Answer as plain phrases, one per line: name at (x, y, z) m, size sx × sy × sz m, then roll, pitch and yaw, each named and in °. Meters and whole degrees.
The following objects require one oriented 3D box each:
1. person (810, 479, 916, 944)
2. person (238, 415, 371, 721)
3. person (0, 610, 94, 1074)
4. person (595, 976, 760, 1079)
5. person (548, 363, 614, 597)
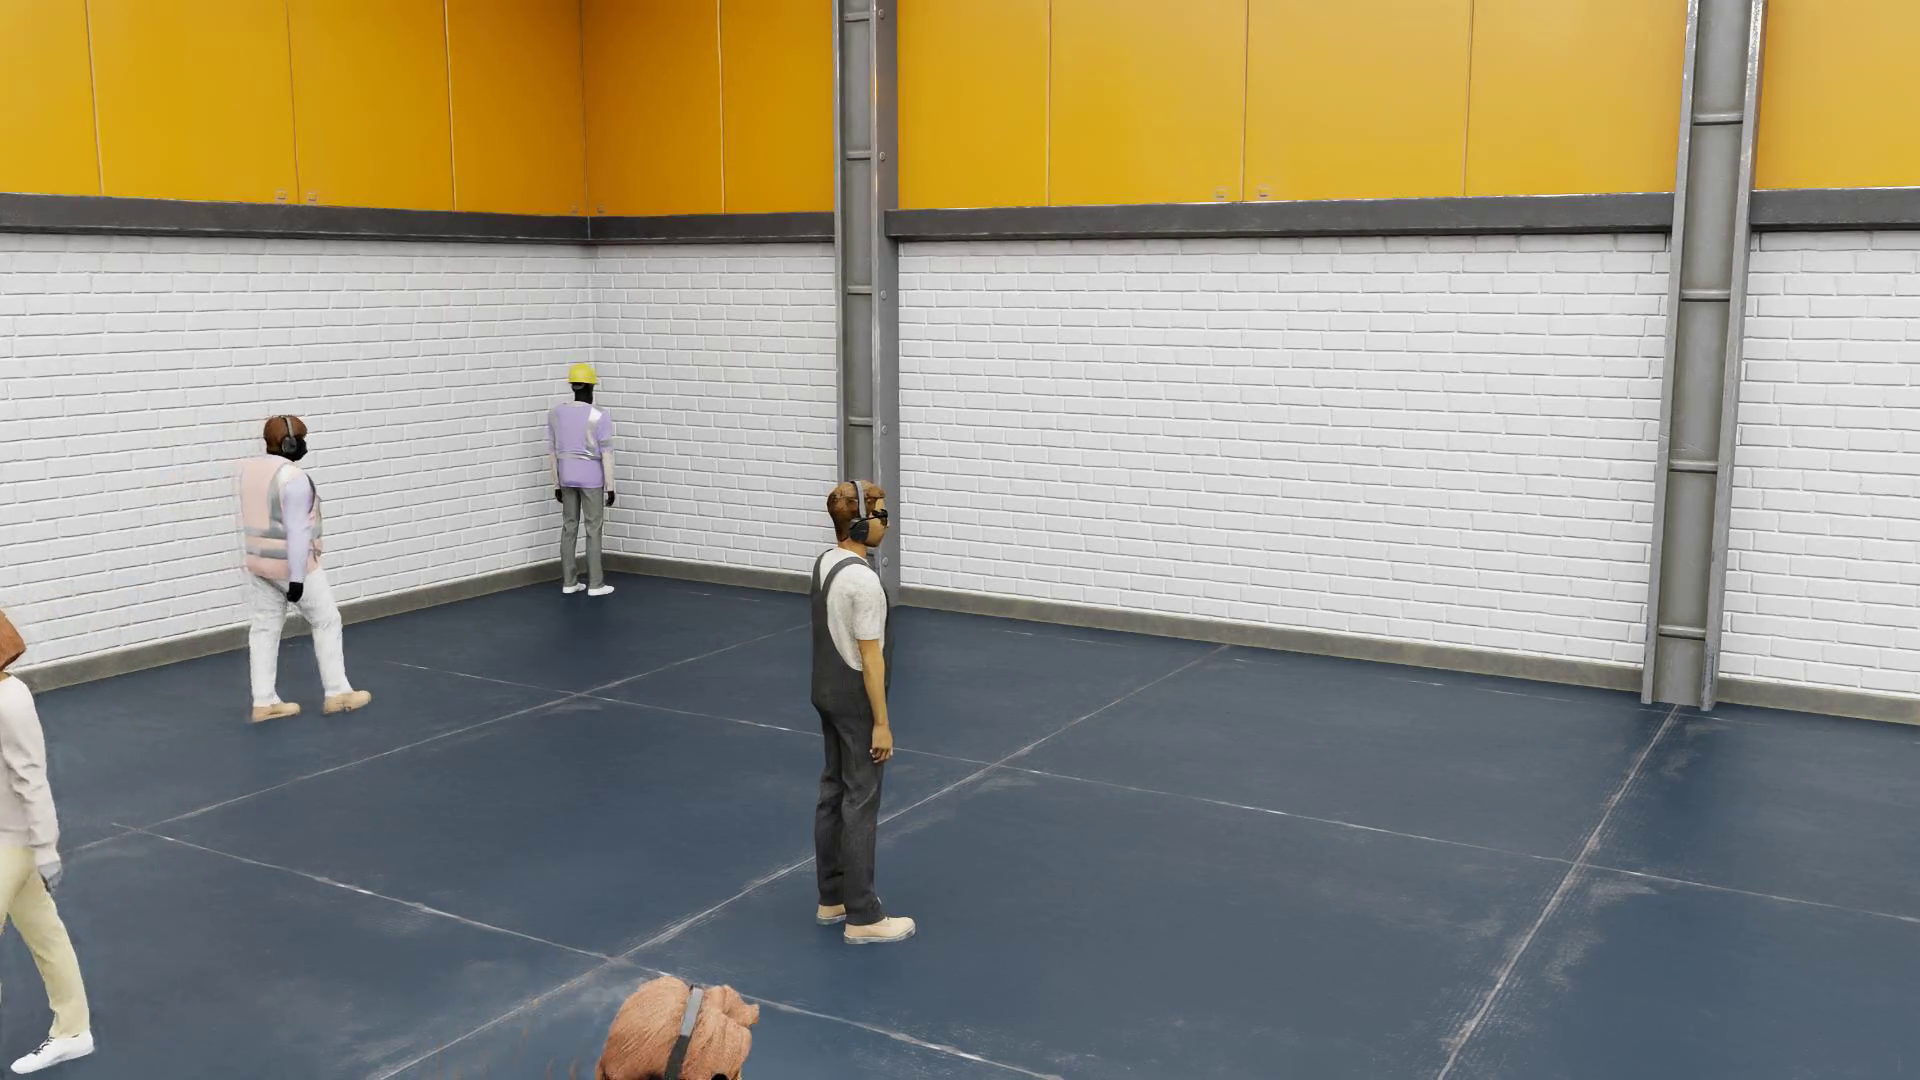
person at (-0.410, 0.676, 6.610) m, size 0.342 × 1.846 × 0.509 m, roll -5°, pitch 10°, yaw -29°
person at (-3.943, 0.155, 9.967) m, size 0.631 × 1.814 × 0.791 m, roll 6°, pitch 11°, yaw 34°
person at (-3.176, 0.993, 5.332) m, size 0.533 × 1.606 × 0.699 m, roll 9°, pitch 13°, yaw 44°
person at (-0.507, 1.442, 2.630) m, size 0.836 × 1.590 × 0.491 m, roll -5°, pitch 10°, yaw -26°
person at (-3.094, -0.492, 13.692) m, size 0.581 × 1.919 × 0.390 m, roll 3°, pitch 10°, yaw 17°
